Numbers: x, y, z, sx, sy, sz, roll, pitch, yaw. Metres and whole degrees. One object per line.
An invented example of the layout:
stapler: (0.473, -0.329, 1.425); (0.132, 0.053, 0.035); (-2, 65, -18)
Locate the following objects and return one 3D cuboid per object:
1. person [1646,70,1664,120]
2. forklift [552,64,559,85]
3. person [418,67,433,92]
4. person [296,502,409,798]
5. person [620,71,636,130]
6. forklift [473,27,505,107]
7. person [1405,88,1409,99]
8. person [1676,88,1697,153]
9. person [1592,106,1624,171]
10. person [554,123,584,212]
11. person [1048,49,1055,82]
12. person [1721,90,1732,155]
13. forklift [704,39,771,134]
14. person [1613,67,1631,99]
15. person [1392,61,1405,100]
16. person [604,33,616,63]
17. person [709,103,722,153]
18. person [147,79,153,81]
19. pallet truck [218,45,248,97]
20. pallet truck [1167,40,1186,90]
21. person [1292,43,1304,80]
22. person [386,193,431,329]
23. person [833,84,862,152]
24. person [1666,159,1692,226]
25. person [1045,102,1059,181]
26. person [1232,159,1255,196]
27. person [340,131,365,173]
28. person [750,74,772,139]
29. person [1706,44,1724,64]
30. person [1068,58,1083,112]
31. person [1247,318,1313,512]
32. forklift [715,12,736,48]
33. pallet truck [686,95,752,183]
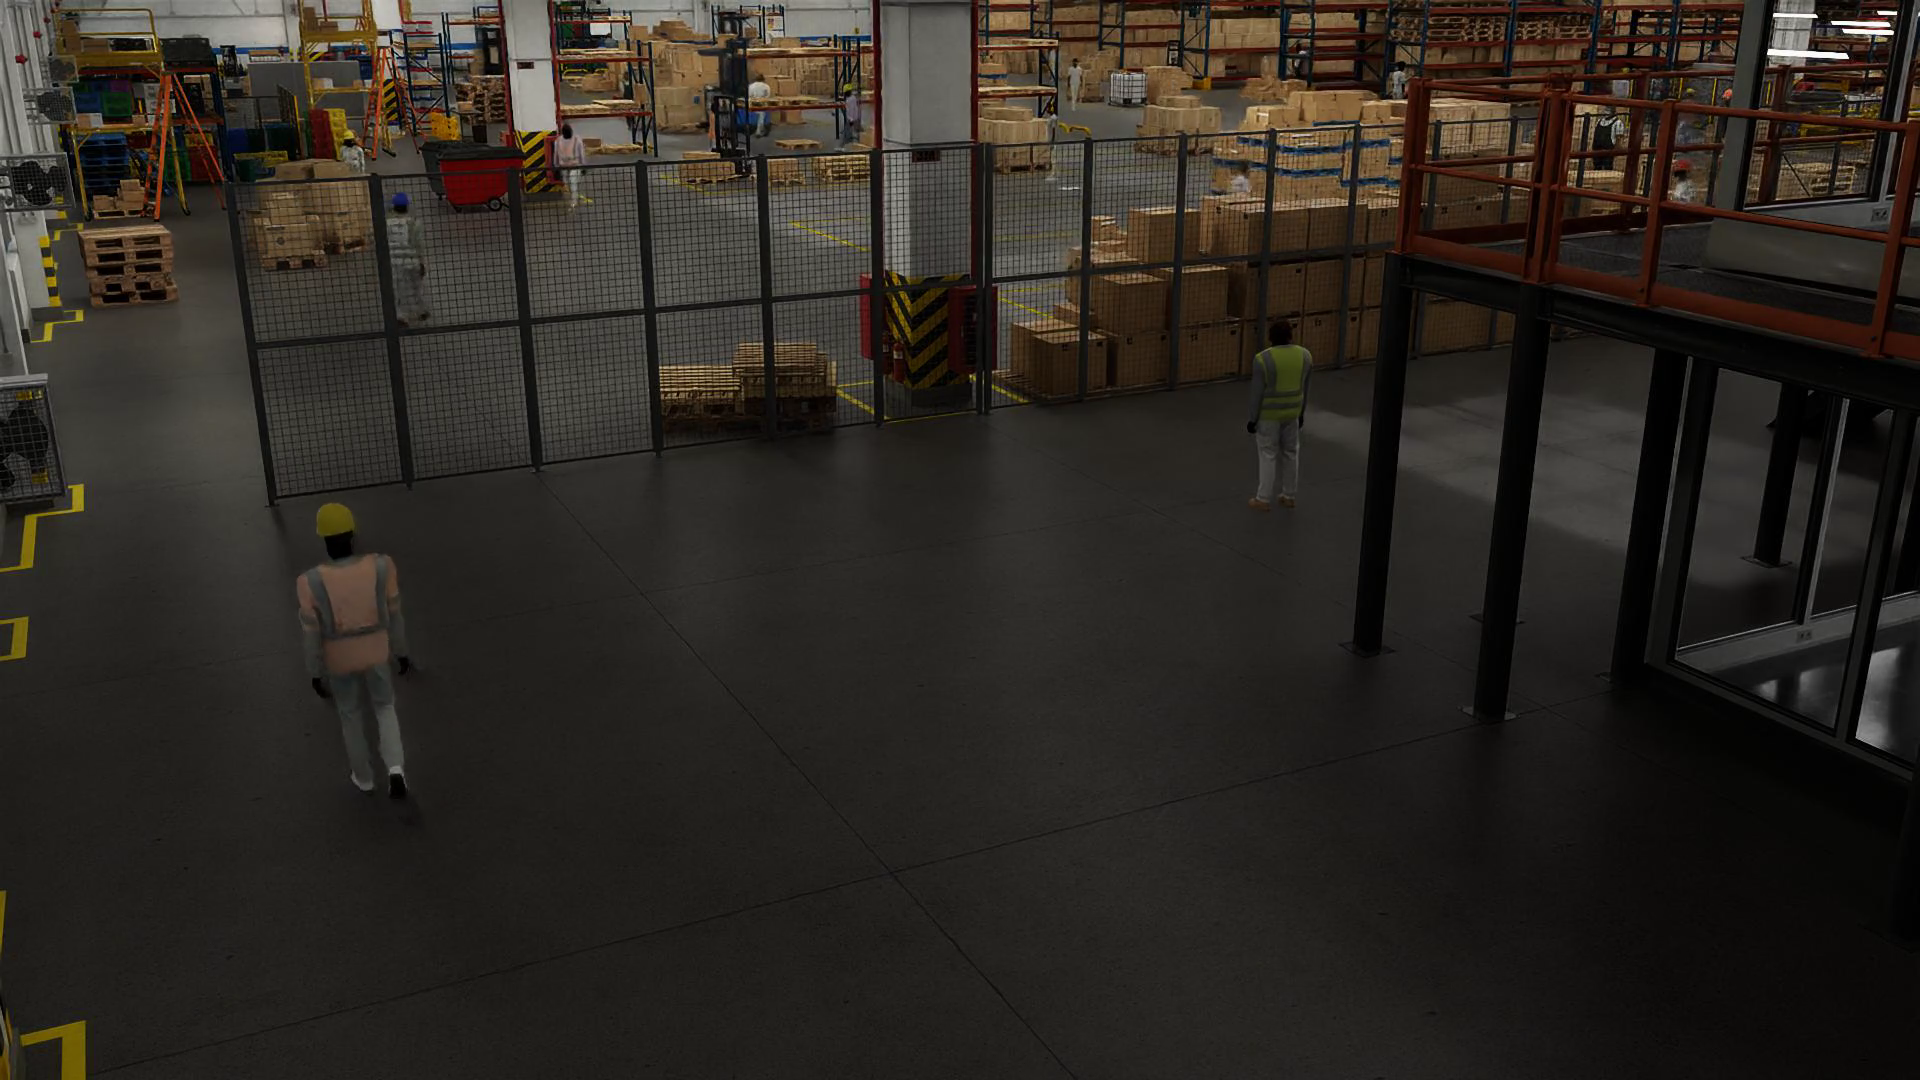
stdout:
person: (23.064, -14.713, 55.130); (0.369, 1.684, 0.538); (-13, 23, -33)
forklift: (-18.293, -20.873, 71.177); (1.129, 2.768, 1.873); (14, 23, 35)
person: (-18.892, -16.090, 58.731); (0.545, 1.942, 0.354); (0, 19, 1)
person: (-3.652, 0.703, 10.090); (0.608, 1.913, 0.608); (-12, 22, -30)
person: (-10.391, -13.807, 52.275); (0.555, 1.832, 0.452); (-11, 22, -29)
forklift: (-16.997, -17.308, 60.842); (1.129, 2.768, 1.873); (11, 22, 29)
person: (11.653, -10.807, 43.423); (0.551, 1.935, 0.375); (-3, 19, -8)
person: (20.061, -11.593, 45.978); (0.550, 1.751, 0.387); (-2, 19, -5)
person: (14.565, -8.860, 37.622); (0.536, 2.000, 0.676); (-12, 22, -31)
person: (-8.233, -7.875, 35.108); (0.629, 1.818, 0.764); (2, 19, 5)
person: (4.151, -21.317, 74.354); (0.360, 1.621, 0.538); (18, 26, 41)
person: (19.330, -10.352, 42.015); (0.396, 1.992, 0.622); (11, 22, 30)
forklift: (-6.876, -13.964, 51.149); (1.873, 2.768, 1.129); (3, 19, 8)
person: (21.657, -14.527, 54.398); (0.541, 1.804, 0.629); (-14, 23, -34)
person: (14.576, -14.893, 55.221); (0.367, 1.966, 0.606); (-8, 20, -21)
person: (-16.688, -23.237, 79.450); (0.359, 1.938, 0.632); (17, 25, 40)
person: (-6.146, -10.125, 41.822); (0.322, 1.692, 0.534); (-9, 21, -24)
person: (-24.988, -13.437, 51.511); (0.515, 1.634, 0.314); (10, 22, 27)
pallet truck: (-28.879, -18.665, 66.111); (0.823, 1.965, 1.885); (-3, 19, -9)
pallet truck: (9.045, -19.971, 69.895); (0.823, 1.965, 1.885); (-3, 19, -8)
person: (14.203, -19.870, 69.785); (0.933, 1.883, 0.603); (-7, 20, -20)
person: (-7.920, -3.996, 23.747); (0.623, 1.900, 0.984); (0, 19, 0)
person: (-2.989, -11.771, 46.353); (1.076, 1.856, 0.604); (-8, 21, -23)
person: (12.042, -5.427, 27.904); (1.018, 1.887, 0.561); (14, 23, 35)
person: (2.212, -9.600, 40.051); (0.328, 1.861, 0.502); (-2, 19, -6)
person: (4.822, -5.374, 27.722); (0.920, 1.900, 0.652); (5, 20, 15)
person: (-12.462, -7.505, 34.148); (0.485, 1.741, 0.303); (-1, 19, -4)
person: (-5.992, -13.042, 49.980); (0.641, 1.893, 1.041); (7, 20, 18)
person: (31.111, -19.468, 68.606); (0.661, 1.887, 0.612); (4, 19, 11)
person: (4.107, -16.262, 59.385); (0.519, 1.844, 0.859); (-2, 19, -5)
person: (2.979, -1.176, 15.655); (0.621, 1.840, 0.430); (-7, 20, -19)
forklift: (-11.409, -24.515, 81.734); (1.873, 2.768, 1.129); (15, 24, 37)
pallet truck: (-5.836, -9.608, 39.856); (0.823, 1.965, 1.885); (10, 22, 27)
